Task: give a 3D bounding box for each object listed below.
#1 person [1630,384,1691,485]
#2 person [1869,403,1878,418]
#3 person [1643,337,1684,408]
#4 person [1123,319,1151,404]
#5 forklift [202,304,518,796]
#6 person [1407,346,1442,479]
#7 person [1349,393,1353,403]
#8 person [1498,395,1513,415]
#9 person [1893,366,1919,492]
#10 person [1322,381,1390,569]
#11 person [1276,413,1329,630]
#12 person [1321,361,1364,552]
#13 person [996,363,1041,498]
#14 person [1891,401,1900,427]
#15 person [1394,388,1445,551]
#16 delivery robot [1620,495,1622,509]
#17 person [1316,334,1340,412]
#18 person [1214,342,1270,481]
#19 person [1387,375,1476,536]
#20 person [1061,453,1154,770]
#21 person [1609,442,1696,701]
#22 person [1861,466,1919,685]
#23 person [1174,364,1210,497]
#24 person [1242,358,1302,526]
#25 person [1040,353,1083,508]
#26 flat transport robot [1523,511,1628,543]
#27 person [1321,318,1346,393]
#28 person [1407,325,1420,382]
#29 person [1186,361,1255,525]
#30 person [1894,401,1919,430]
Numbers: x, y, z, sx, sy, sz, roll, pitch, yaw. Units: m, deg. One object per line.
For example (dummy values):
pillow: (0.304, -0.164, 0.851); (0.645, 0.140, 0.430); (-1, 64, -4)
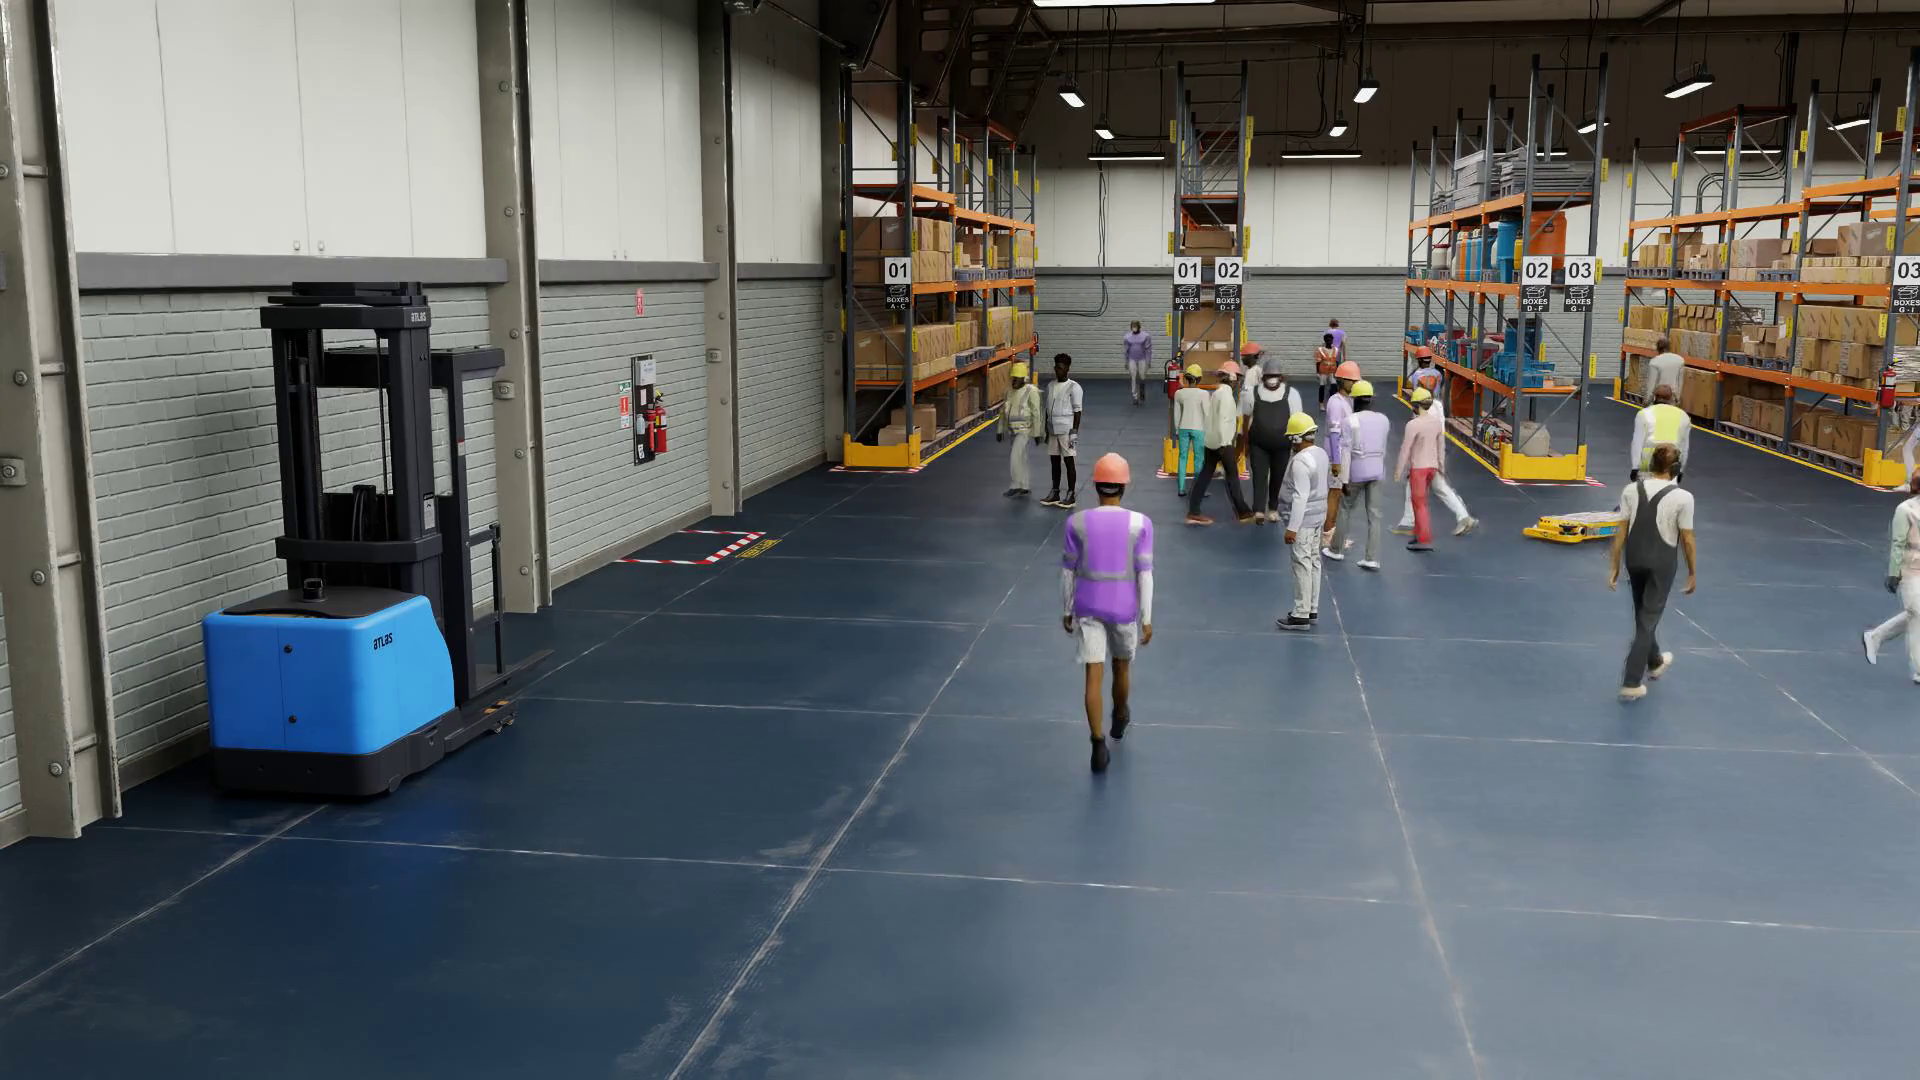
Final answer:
person: (7.586, -0.793, 18.101); (0.685, 1.778, 0.940); (0, 9, 1)
person: (19.075, -3.470, 34.416); (0.593, 1.838, 0.976); (1, 9, 7)
person: (11.490, -2.327, 27.155); (0.656, 1.935, 0.368); (-2, 9, -13)
person: (4.000, -4.029, 37.589); (0.642, 1.918, 0.468); (2, 9, 11)
forklift: (-3.673, -0.038, 10.147); (1.129, 2.768, 1.873); (1, 9, 9)
person: (6.675, -1.827, 23.974); (0.547, 1.930, 0.384); (-6, 11, -35)
person: (5.875, -1.875, 25.231); (0.268, 1.616, 0.507); (5, 10, 29)
person: (11.596, -3.612, 34.924); (0.605, 1.949, 0.401); (8, 12, 40)
person: (13.010, -1.542, 22.471); (0.494, 1.845, 0.689); (-6, 11, -31)
person: (4.062, -0.680, 17.016); (0.584, 1.887, 0.885); (-3, 10, -16)
person: (2.885, -0.164, 14.051); (0.403, 1.823, 0.586); (5, 11, 30)
person: (4.131, -0.906, 17.950); (0.392, 2.039, 0.612); (4, 10, 23)
person: (0.730, -1.439, 21.991); (0.648, 1.795, 0.653); (-7, 11, -35)
person: (16.878, -2.748, 29.855); (0.590, 1.876, 0.988); (3, 10, 15)
person: (4.969, -0.761, 17.971); (0.637, 1.736, 0.523); (-6, 11, -34)
delivery robot: (8.091, -0.439, 19.487); (0.707, 0.478, 0.477); (-5, 10, -28)
person: (7.847, -3.546, 35.398); (0.550, 1.655, 0.831); (-1, 9, -5)
person: (4.069, -1.818, 23.712); (1.035, 1.986, 0.638); (3, 10, 17)
person: (5.390, -0.954, 18.854); (0.937, 1.850, 0.590); (5, 10, 27)
person: (0.915, 0.405, 10.325); (0.569, 1.888, 0.957); (1, 9, 7)
person: (4.997, 0.205, 11.845); (0.940, 1.797, 0.525); (-8, 12, -39)
person: (6.999, 0.231, 12.230); (0.520, 1.617, 0.698); (-4, 10, -25)
person: (3.104, -1.457, 22.196); (0.524, 1.769, 0.316); (6, 11, 31)
person: (3.699, -1.176, 19.751); (0.691, 2.000, 1.026); (1, 9, 9)
person: (1.294, -1.406, 21.263); (0.367, 1.966, 0.607); (-8, 12, -41)
flat transport robot: (7.180, -0.161, 18.933); (1.431, 0.197, 0.652); (-5, 10, -28)
person: (9.246, -4.572, 41.196); (0.595, 1.828, 0.531); (2, 9, 12)
person: (11.665, -4.681, 42.542); (0.627, 1.611, 0.509); (5, 10, 26)
person: (3.136, -1.149, 19.765); (0.959, 1.934, 0.635); (-2, 9, -11)
person: (15.497, -2.184, 27.081); (0.515, 1.636, 0.315); (1, 9, 8)
